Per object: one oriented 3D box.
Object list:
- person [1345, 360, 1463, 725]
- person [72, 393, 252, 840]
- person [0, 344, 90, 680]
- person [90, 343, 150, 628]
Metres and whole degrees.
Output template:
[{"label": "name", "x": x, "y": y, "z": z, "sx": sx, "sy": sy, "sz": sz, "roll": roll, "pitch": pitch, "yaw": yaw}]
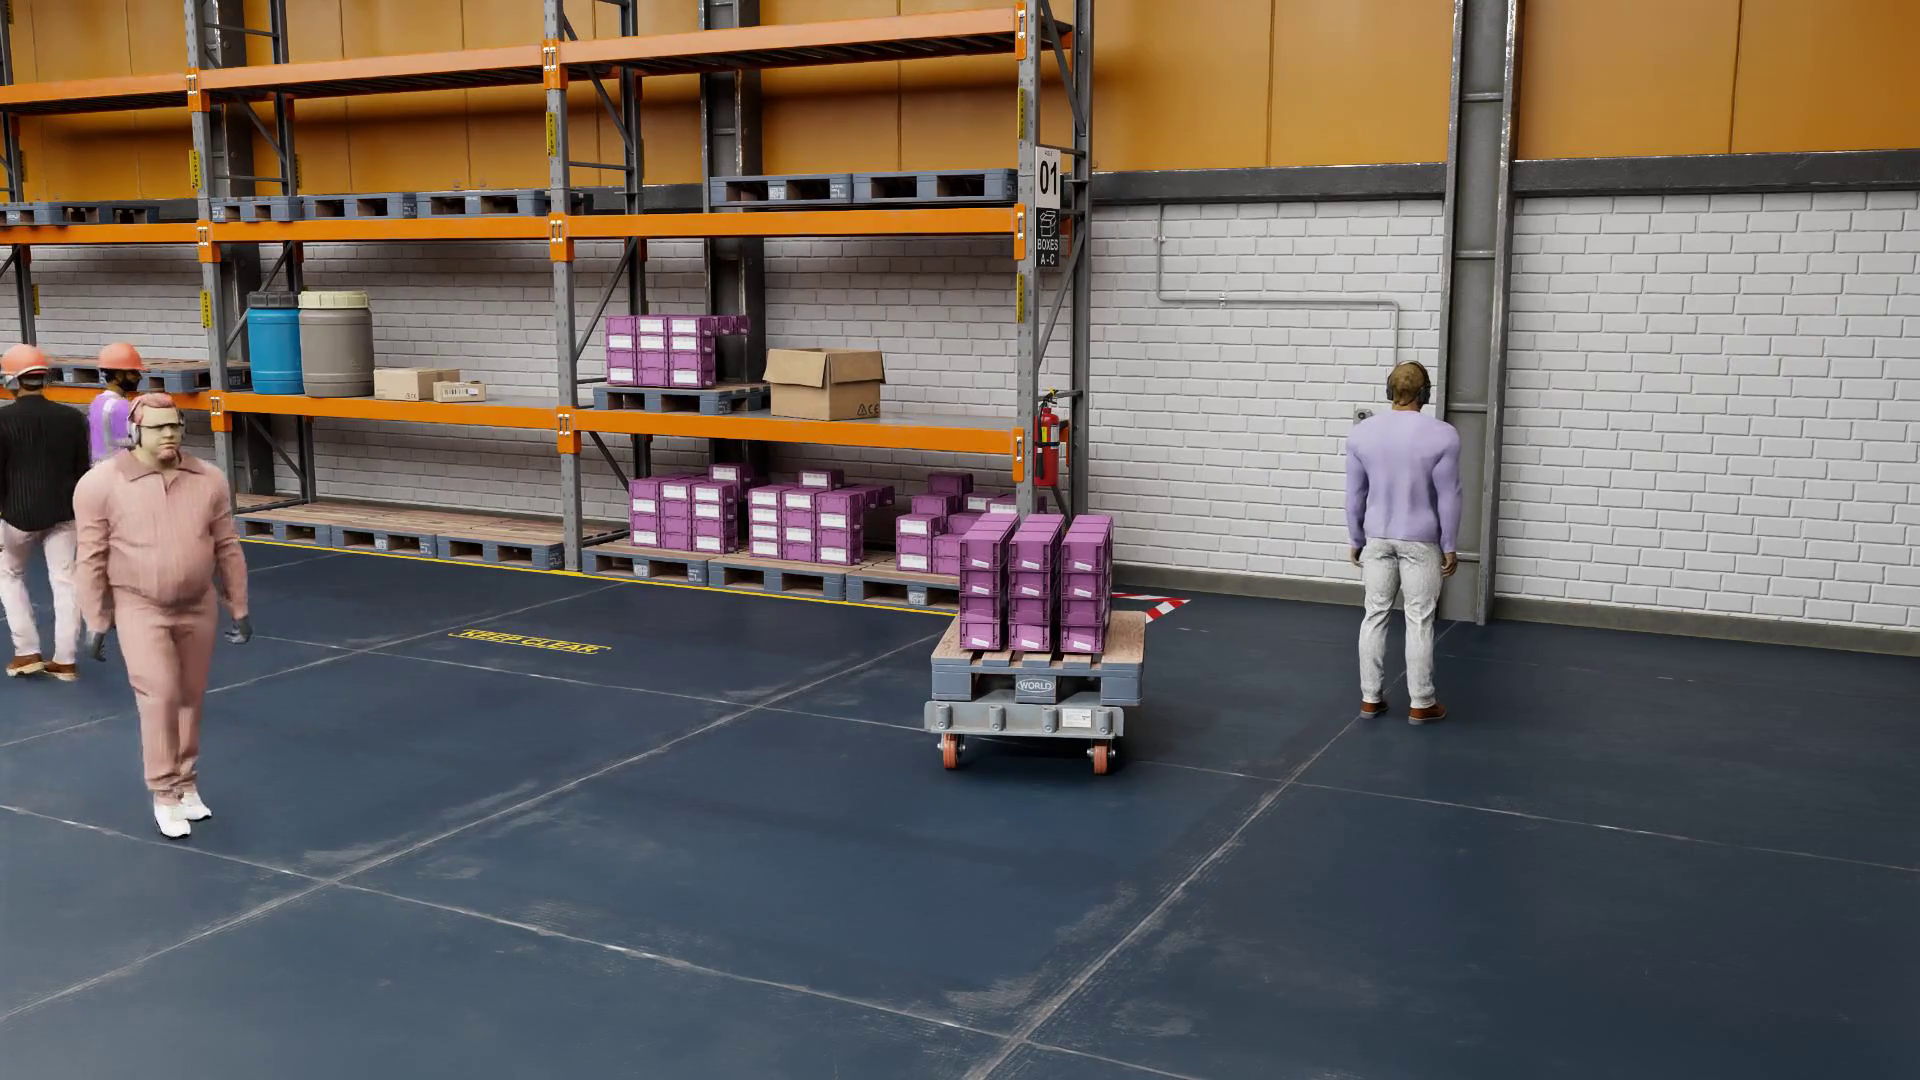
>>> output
[{"label": "person", "x": 2.358, "y": 0.014, "z": 8.872, "sx": 0.627, "sy": 1.940, "sz": 0.371, "roll": 6, "pitch": 11, "yaw": 34}, {"label": "person", "x": -3.341, "y": 0.320, "z": 7.121, "sx": 0.657, "sy": 1.887, "sz": 0.673, "roll": 7, "pitch": 12, "yaw": 38}, {"label": "person", "x": -5.459, "y": -0.158, "z": 9.797, "sx": 0.593, "sy": 1.978, "sz": 0.651, "roll": 7, "pitch": 12, "yaw": 37}, {"label": "person", "x": -5.551, "y": -0.337, "z": 11.093, "sx": 0.382, "sy": 1.933, "sz": 0.572, "roll": -9, "pitch": 13, "yaw": -43}]
